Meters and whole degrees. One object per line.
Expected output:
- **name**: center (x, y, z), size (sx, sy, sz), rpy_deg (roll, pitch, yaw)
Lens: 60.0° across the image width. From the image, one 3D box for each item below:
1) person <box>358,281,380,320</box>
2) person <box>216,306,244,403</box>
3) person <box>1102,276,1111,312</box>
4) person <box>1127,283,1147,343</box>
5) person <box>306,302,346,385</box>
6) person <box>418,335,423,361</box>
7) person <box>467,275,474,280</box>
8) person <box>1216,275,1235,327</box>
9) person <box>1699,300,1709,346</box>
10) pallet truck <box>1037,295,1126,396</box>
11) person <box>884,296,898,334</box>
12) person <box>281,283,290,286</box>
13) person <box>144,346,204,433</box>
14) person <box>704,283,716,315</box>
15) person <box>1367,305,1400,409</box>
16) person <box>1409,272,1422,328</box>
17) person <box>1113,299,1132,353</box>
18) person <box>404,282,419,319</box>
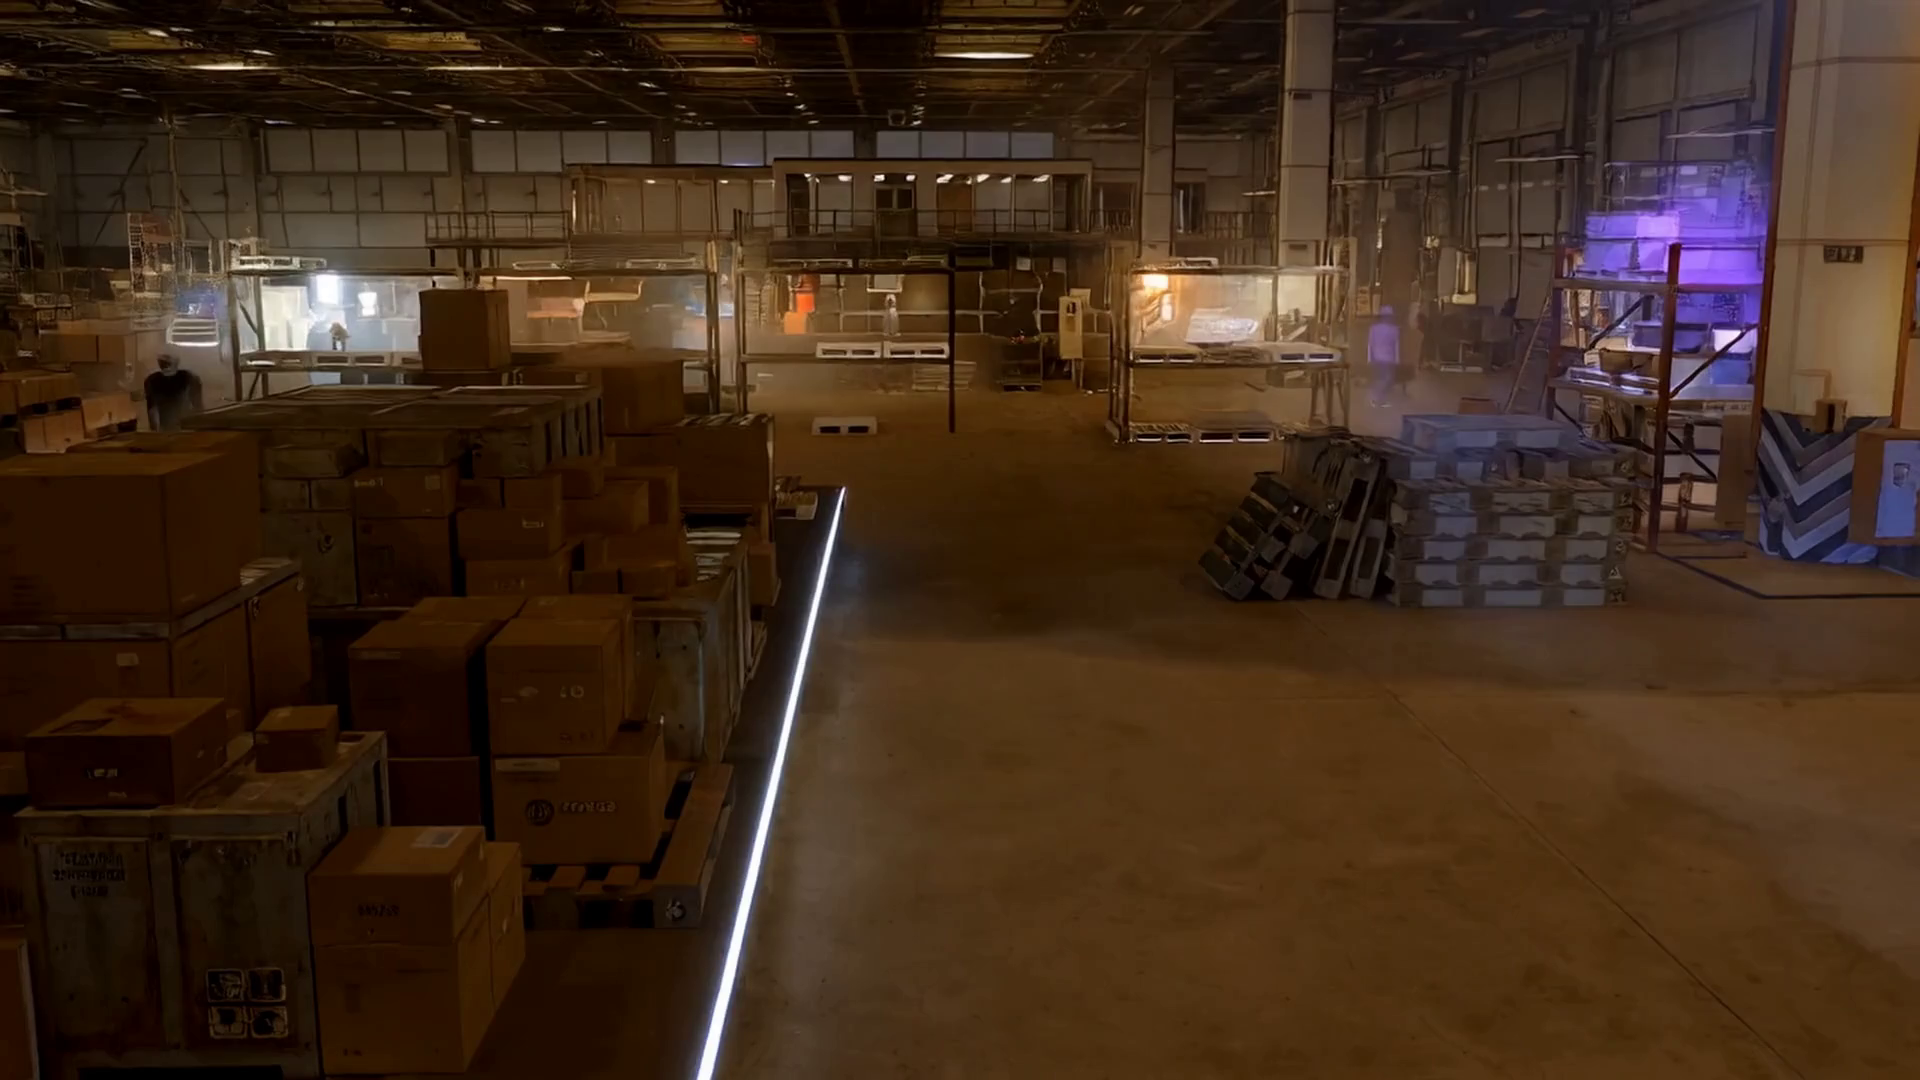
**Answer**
- **person**: center (-17.079, -6.535, 48.117), size (0.602, 1.892, 0.599), rpy_deg (-4, 11, -20)
- **person**: center (-13.640, -3.446, 31.119), size (0.522, 1.821, 0.949), rpy_deg (-8, 13, -36)
- **person**: center (6.267, -10.588, 70.747), size (0.362, 1.882, 0.576), rpy_deg (-2, 10, -12)
- **person**: center (5.271, -6.761, 49.644), size (0.642, 1.808, 0.496), rpy_deg (-7, 12, -33)
- **person**: center (-10.669, -2.972, 27.875), size (0.674, 2.000, 0.535), rpy_deg (1, 10, 7)
- **person**: center (-8.331, -2.648, 26.514), size (0.573, 1.883, 0.355), rpy_deg (2, 10, 11)
- **person**: center (-20.314, -10.216, 68.782), size (0.515, 1.842, 0.333), rpy_deg (-2, 10, -11)
- **person**: center (9.471, -8.559, 59.396), size (0.884, 1.907, 0.544), rpy_deg (6, 12, 30)
- **person**: center (15.783, -4.296, 35.757), size (0.606, 1.871, 0.980), rpy_deg (-3, 11, -16)
- **pallet truck**: center (2.483, -3.881, 33.060), size (1.885, 1.965, 0.823), rpy_deg (-7, 13, -36)
- **person**: center (-1.497, -4.284, 35.659), size (0.328, 1.873, 0.518), rpy_deg (2, 10, 9)
- **person**: center (-18.047, -5.932, 44.650), size (0.623, 1.924, 0.904), rpy_deg (1, 10, 7)
- **person**: center (-8.681, -1.198, 18.422), size (0.652, 1.885, 1.018), rpy_deg (-1, 10, -6)
- **person**: center (-7.892, -7.291, 52.869), size (0.848, 1.702, 0.503), rpy_deg (8, 13, 39)
- **person**: center (7.634, -3.307, 30.148), size (0.788, 1.902, 0.590), rpy_deg (-9, 13, -40)
- **person**: center (15.575, -8.139, 56.788), size (0.609, 1.996, 0.379), rpy_deg (-9, 14, -41)
- **person**: center (3.384, -4.144, 34.690), size (0.373, 1.940, 0.628), rpy_deg (8, 13, 38)
- **person**: center (-17.591, -7.415, 53.440), size (0.533, 1.746, 0.479), rpy_deg (2, 10, 11)
